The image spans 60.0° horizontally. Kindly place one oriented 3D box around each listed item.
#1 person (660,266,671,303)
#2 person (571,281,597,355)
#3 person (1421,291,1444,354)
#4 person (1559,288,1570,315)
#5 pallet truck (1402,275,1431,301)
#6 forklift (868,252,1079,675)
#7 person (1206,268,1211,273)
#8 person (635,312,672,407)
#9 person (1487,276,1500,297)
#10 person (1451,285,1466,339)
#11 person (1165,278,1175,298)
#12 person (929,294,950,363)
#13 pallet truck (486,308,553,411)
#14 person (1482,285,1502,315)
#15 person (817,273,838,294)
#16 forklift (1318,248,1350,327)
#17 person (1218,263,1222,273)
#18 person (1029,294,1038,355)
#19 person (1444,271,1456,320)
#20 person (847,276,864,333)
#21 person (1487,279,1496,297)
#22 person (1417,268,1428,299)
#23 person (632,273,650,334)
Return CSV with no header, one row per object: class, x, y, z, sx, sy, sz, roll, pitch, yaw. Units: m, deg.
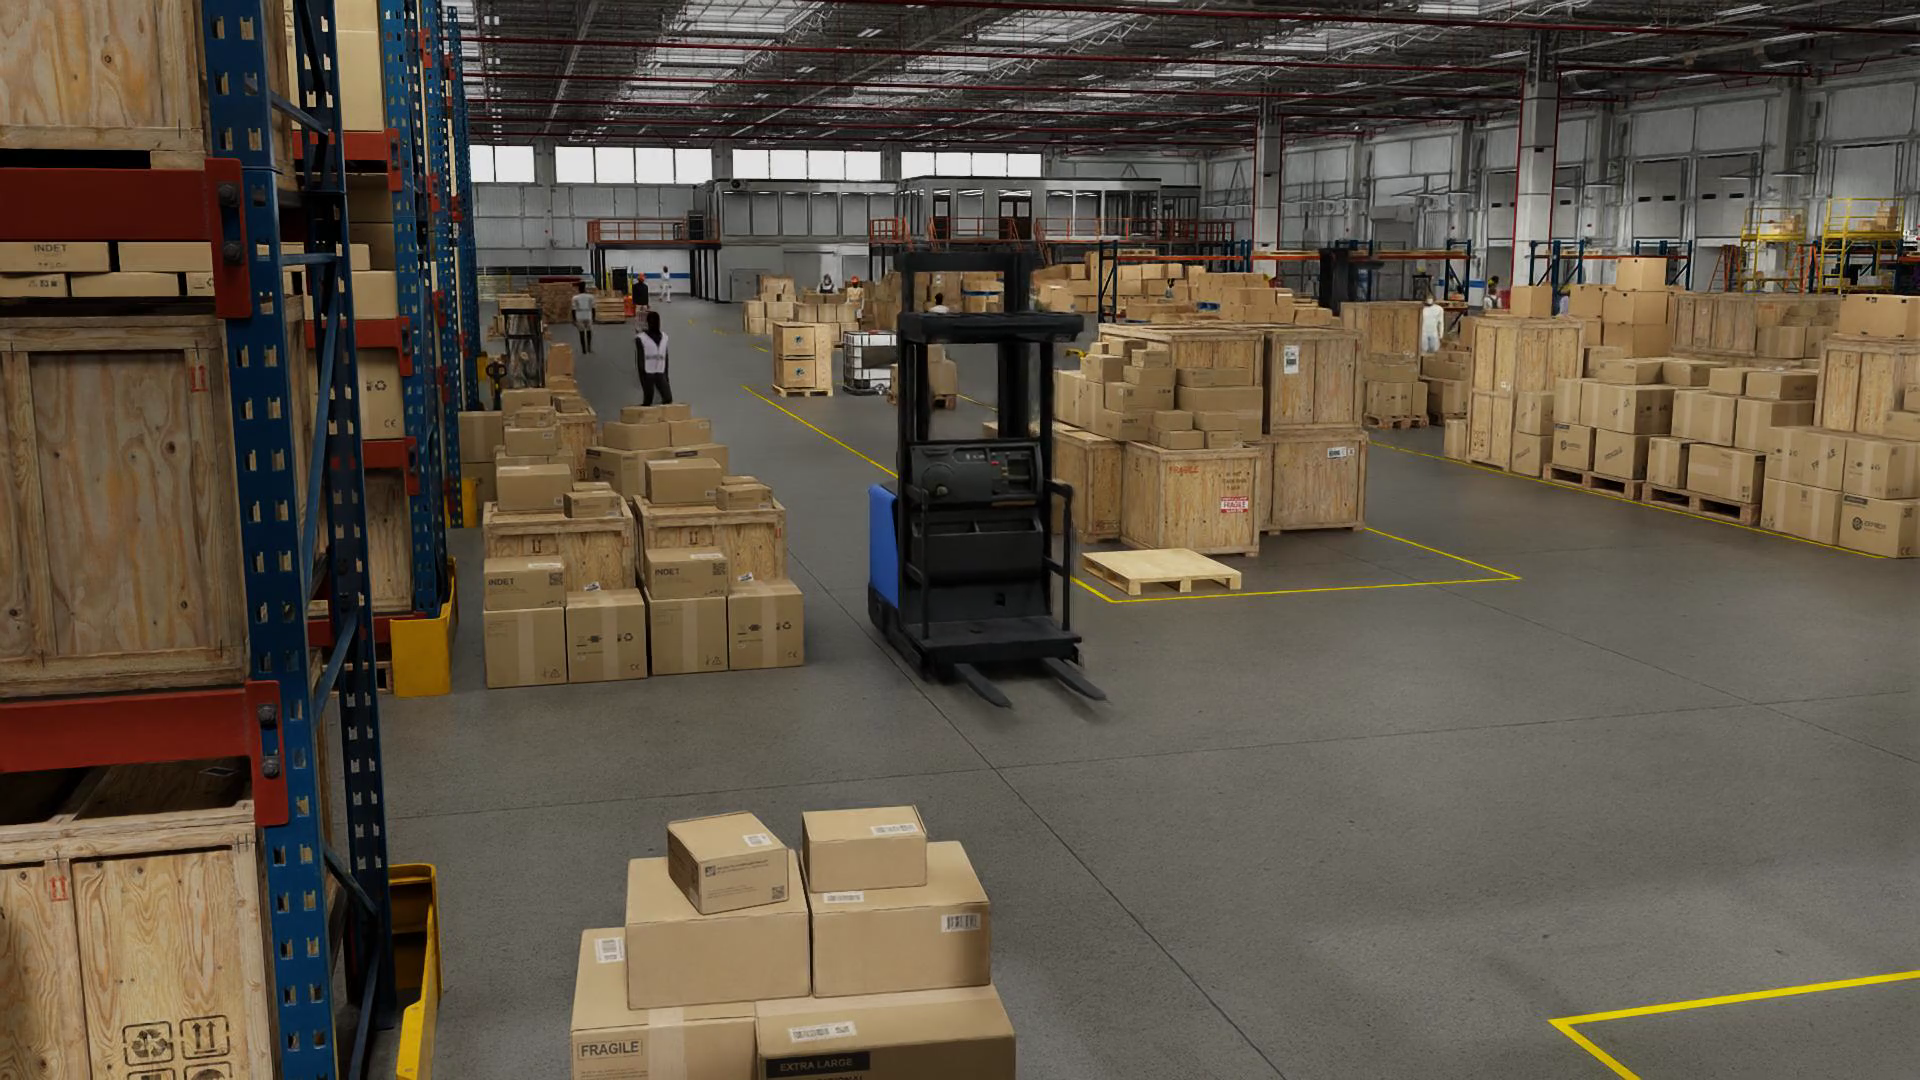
person,-14.999,-12.990,84.613,0.581,1.864,0.666,-10,14,-44
person,-10.067,-5.935,44.415,0.649,1.940,0.772,-4,11,-21
person,9.987,-4.340,35.452,0.660,1.924,0.438,0,10,0
person,15.948,-5.702,43.234,0.605,1.890,0.892,-2,10,-13
pallet truck,14.620,-7.324,52.145,0.823,1.965,1.885,8,13,40
forklift,0.024,-0.640,11.799,1.129,2.768,1.873,-3,10,-15
person,12.316,-12.583,82.395,0.649,1.830,0.488,-2,10,-10
person,-4.492,-2.447,24.812,0.823,1.890,0.631,9,13,40
person,18.854,-8.417,58.831,0.430,1.837,0.621,9,13,42
person,15.461,-7.066,51.551,0.555,1.682,0.406,8,13,37
person,6.764,-7.511,53.609,0.328,1.862,0.501,2,10,13
person,-0.513,-4.580,37.116,0.542,1.820,0.962,-6,12,-31
pallet truck,-6.242,-2.418,24.362,0.823,1.965,1.885,1,10,3
person,14.491,-6.007,45.224,0.511,1.818,0.803,-2,10,-12
person,-4.220,-7.468,52.836,0.711,2.000,0.535,1,10,6
forklift,8.622,-5.381,38.643,1.873,2.768,1.129,-3,10,-15
person,14.287,-14.186,91.053,0.430,1.976,0.643,-2,10,-9
person,1.710,-5.789,43.718,0.631,1.898,0.619,-3,10,-16
person,18.757,-9.333,63.655,0.602,1.949,0.392,-6,11,-29
person,-3.267,-7.260,51.947,0.543,1.939,0.360,1,10,4
person,18.542,-8.209,57.935,0.506,1.723,0.482,-1,10,-6
person,21.288,-11.532,76.367,0.601,1.871,1.024,1,10,5
person,-10.517,-7.802,54.851,0.375,1.997,0.610,9,14,43
